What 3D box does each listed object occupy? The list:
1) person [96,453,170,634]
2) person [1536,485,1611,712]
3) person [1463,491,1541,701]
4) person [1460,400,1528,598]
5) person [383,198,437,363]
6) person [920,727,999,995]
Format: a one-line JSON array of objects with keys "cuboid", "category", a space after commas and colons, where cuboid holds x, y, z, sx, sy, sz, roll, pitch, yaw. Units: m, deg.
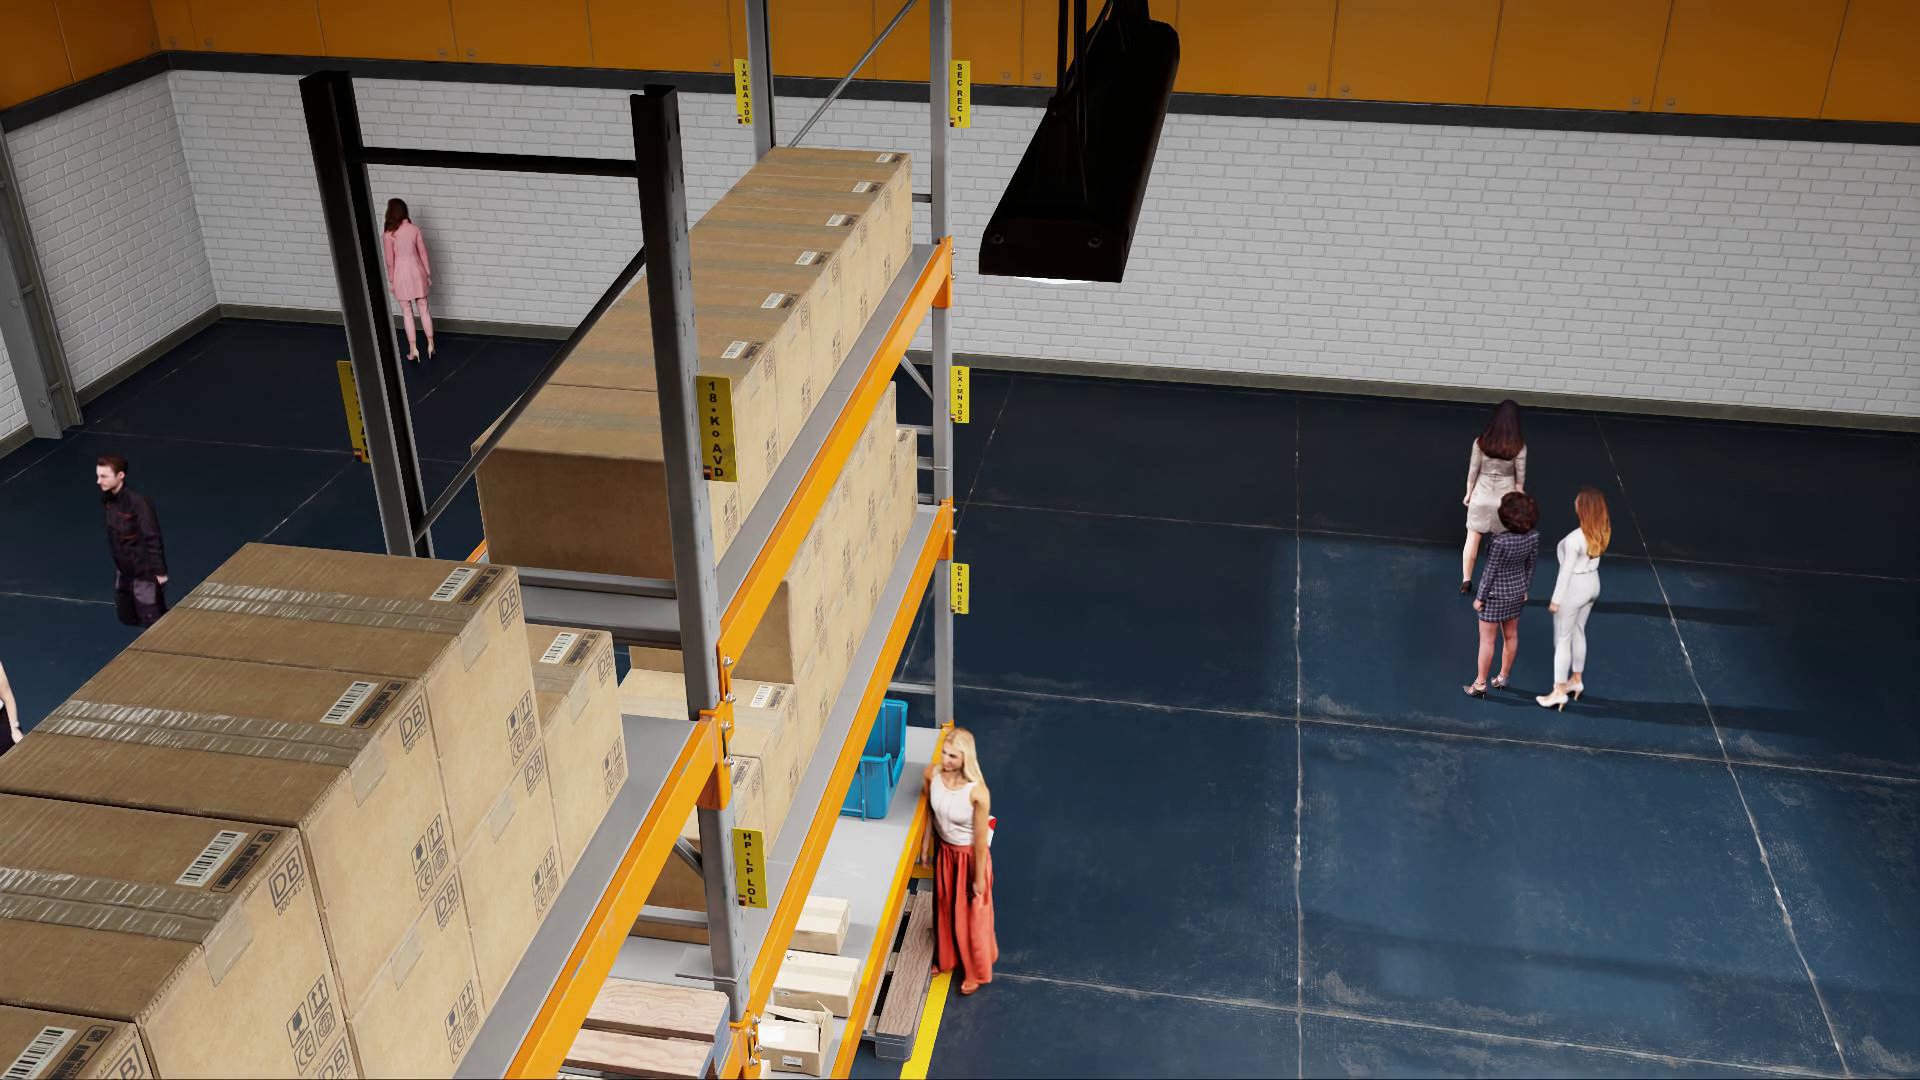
[{"cuboid": [-6.035, 0.191, 12.336, 0.903, 1.903, 1.070, 17, 33, 28], "category": "person"}, {"cuboid": [4.468, 0.423, 12.056, 0.643, 1.763, 0.719, -23, 36, -35], "category": "person"}, {"cuboid": [3.969, 0.413, 12.139, 0.702, 1.703, 0.717, -11, 30, -19], "category": "person"}, {"cuboid": [4.297, -0.309, 13.420, 0.633, 1.743, 0.579, 11, 31, 20], "category": "person"}, {"cuboid": [-5.937, -2.803, 17.929, 0.680, 1.802, 0.739, -18, 34, -30], "category": "person"}, {"cuboid": [0.004, 1.810, 9.475, 0.725, 1.800, 0.753, 22, 35, 34], "category": "person"}]
